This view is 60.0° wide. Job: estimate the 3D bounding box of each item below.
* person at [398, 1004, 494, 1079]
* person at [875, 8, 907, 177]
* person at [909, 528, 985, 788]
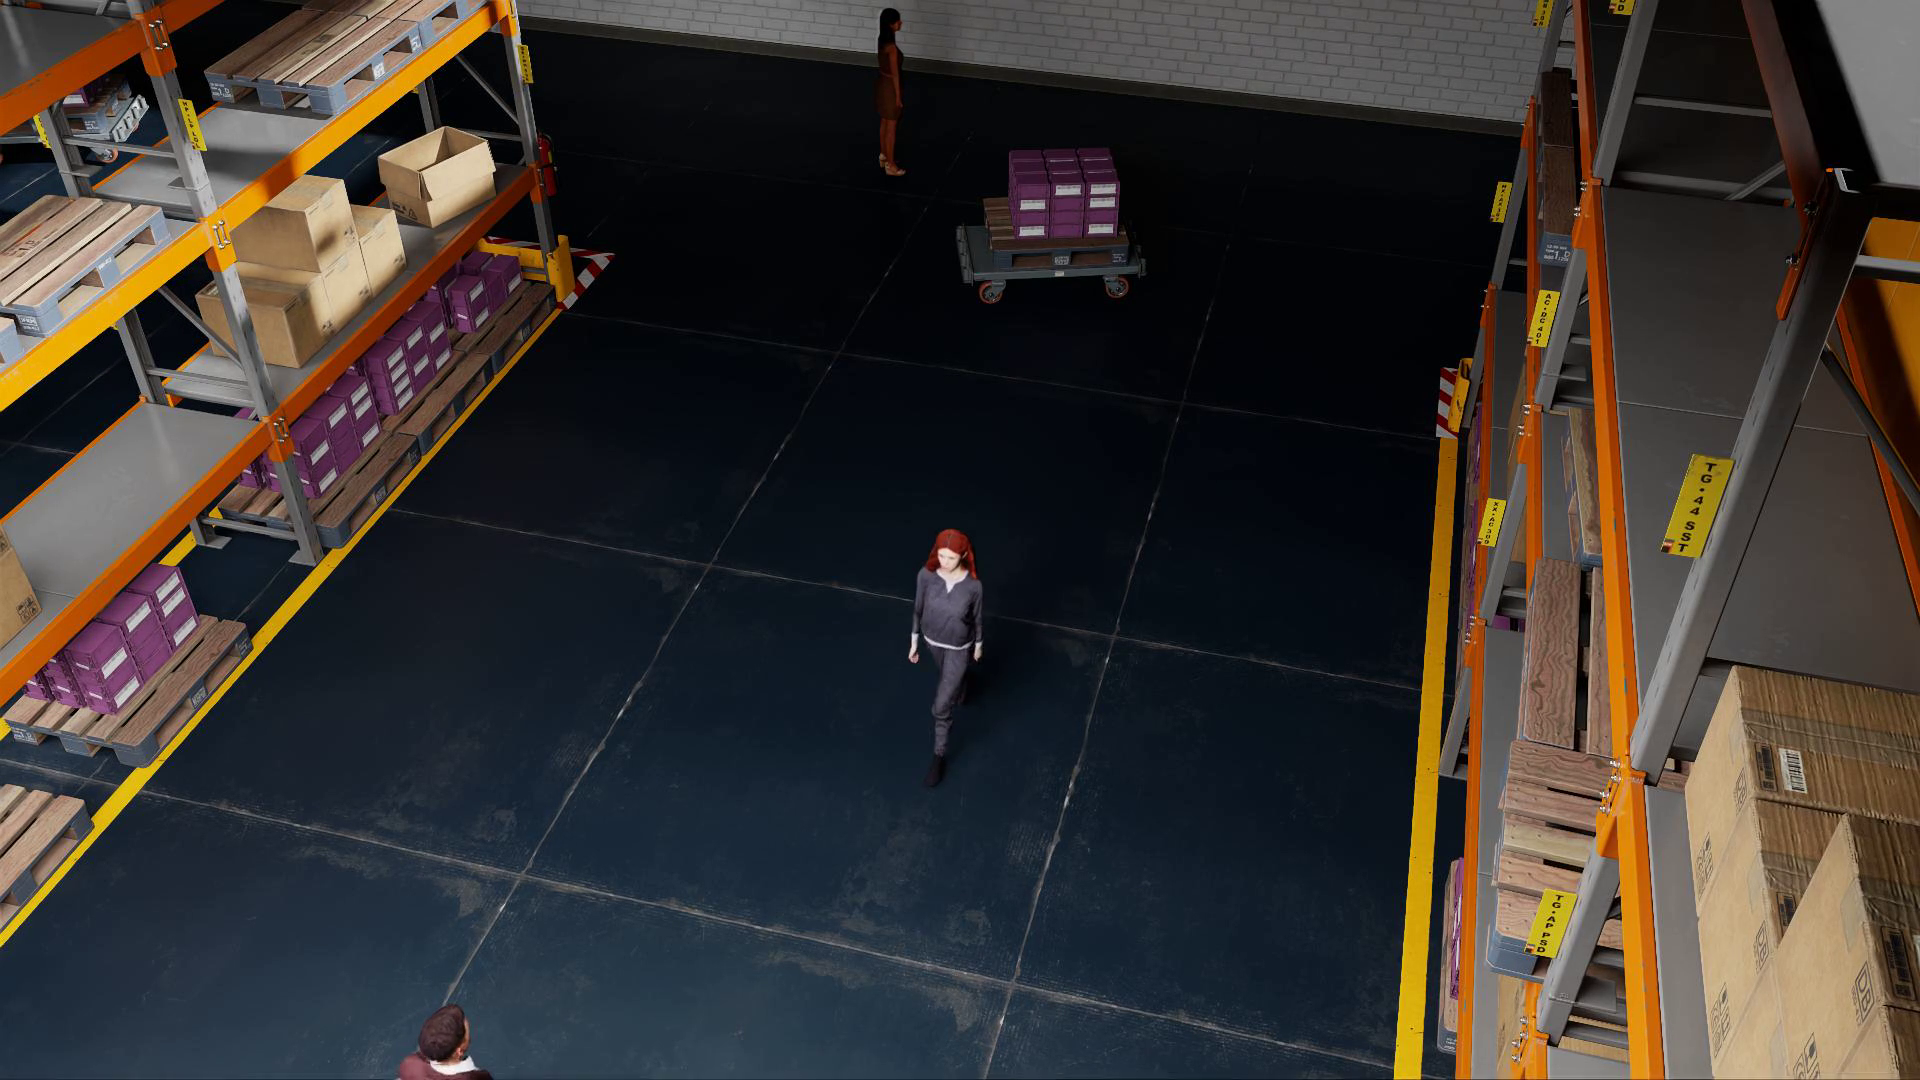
[{"bbox_3d":[-2.177,2.733,7.458,0.736,1.863,0.661,18,42,21],"label":"person"},{"bbox_3d":[-0.696,-4.490,16.642,0.704,1.688,0.604,-11,40,-13],"label":"person"},{"bbox_3d":[-0.049,0.595,10.233,0.722,1.741,1.222,16,41,19],"label":"person"}]
